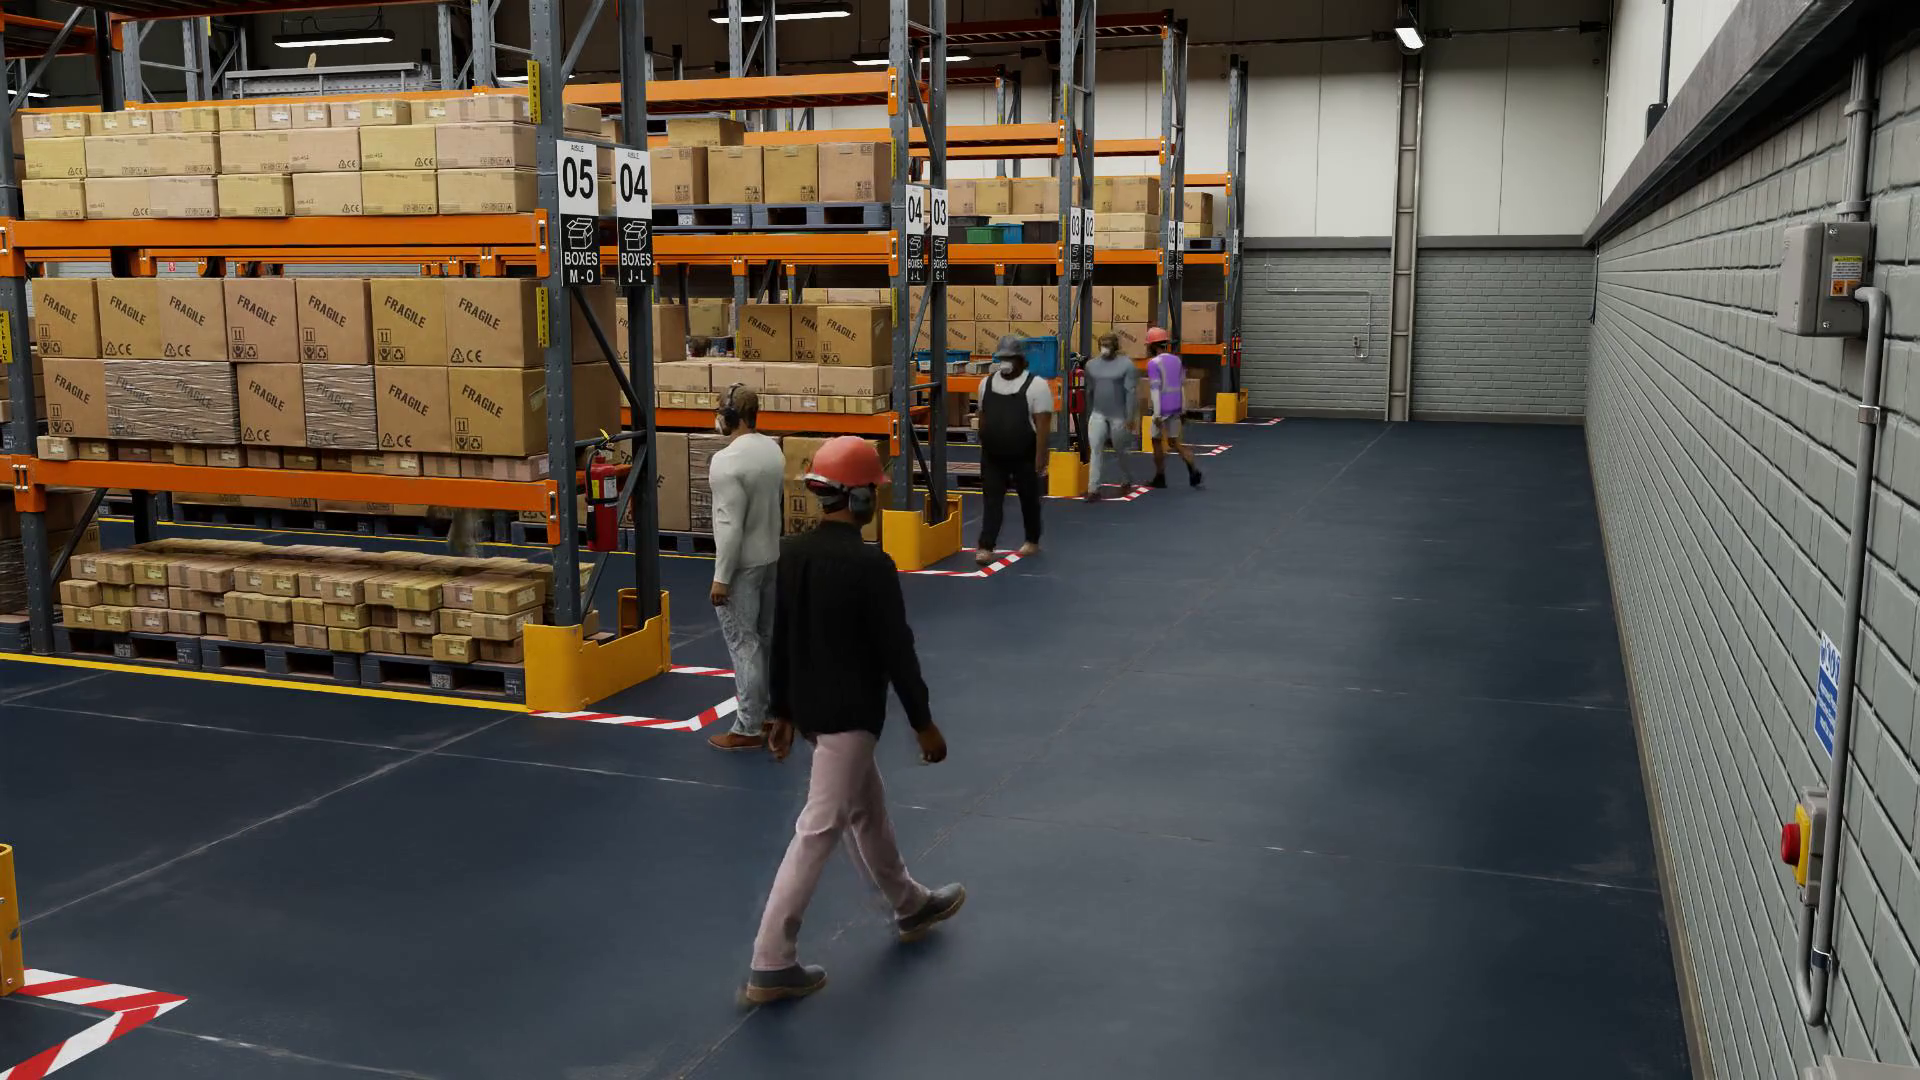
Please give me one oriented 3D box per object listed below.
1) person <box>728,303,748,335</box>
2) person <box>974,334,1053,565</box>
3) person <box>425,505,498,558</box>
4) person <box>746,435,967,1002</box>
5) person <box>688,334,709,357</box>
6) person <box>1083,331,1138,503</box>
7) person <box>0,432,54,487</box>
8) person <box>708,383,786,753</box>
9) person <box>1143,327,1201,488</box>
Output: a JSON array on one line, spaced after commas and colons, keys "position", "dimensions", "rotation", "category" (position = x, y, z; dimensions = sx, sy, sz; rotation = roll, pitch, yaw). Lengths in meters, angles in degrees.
[{"position": [-3.532, -2.907, 27.506], "dimensions": [0.641, 2.023, 0.647], "rotation": [4, 10, 24], "category": "person"}, {"position": [0.452, -0.824, 14.462], "dimensions": [0.696, 2.000, 1.013], "rotation": [4, 10, 22], "category": "person"}, {"position": [-3.589, -0.300, 11.800], "dimensions": [0.660, 1.847, 0.564], "rotation": [3, 10, 19], "category": "person"}, {"position": [-0.370, 0.604, 5.883], "dimensions": [1.040, 1.940, 0.617], "rotation": [-6, 11, -34], "category": "person"}, {"position": [-2.912, -1.494, 19.385], "dimensions": [0.900, 1.815, 0.524], "rotation": [3, 10, 19], "category": "person"}, {"position": [1.684, -1.383, 18.465], "dimensions": [0.636, 1.893, 1.034], "rotation": [4, 10, 24], "category": "person"}, {"position": [-8.053, -0.627, 14.421], "dimensions": [0.816, 1.662, 0.542], "rotation": [4, 10, 26], "category": "person"}, {"position": [-1.128, 0.145, 8.737], "dimensions": [0.357, 1.937, 0.637], "rotation": [3, 10, 19], "category": "person"}, {"position": [2.440, -1.519, 19.314], "dimensions": [0.574, 1.896, 0.733], "rotation": [-8, 12, -42], "category": "person"}]
